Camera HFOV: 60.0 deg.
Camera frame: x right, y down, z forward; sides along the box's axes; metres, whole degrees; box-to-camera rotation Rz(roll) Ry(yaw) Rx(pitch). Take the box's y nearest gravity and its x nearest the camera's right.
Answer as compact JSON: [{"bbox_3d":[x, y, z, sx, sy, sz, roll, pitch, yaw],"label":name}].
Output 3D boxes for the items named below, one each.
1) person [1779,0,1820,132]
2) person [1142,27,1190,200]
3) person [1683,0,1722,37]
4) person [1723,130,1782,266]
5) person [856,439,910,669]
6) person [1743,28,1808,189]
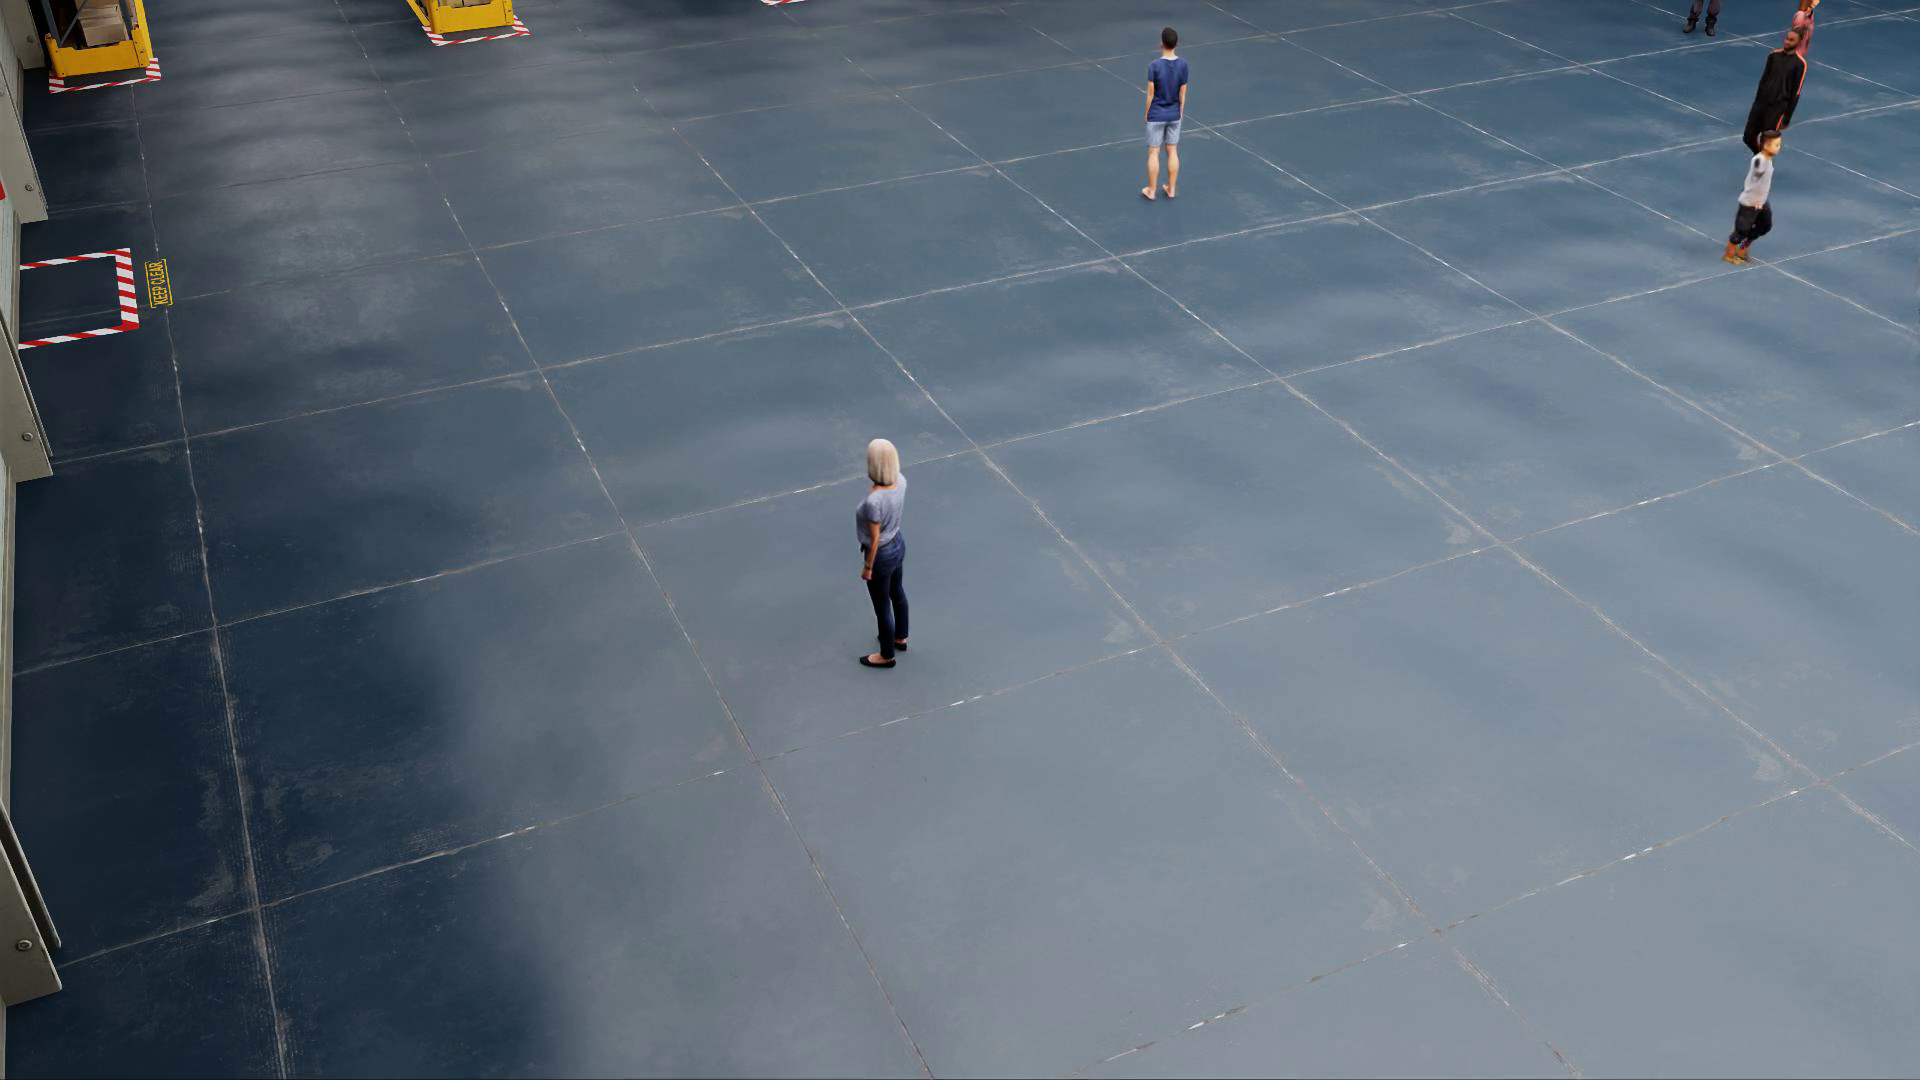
[{"bbox_3d":[10.090,-5.844,20.161,0.714,1.701,0.700,21,38,29],"label":"person"},{"bbox_3d":[2.240,-4.651,18.197,0.639,1.843,0.597,-9,34,-13],"label":"person"},{"bbox_3d":[10.726,-8.133,23.568,0.767,1.826,0.853,15,36,22],"label":"person"},{"bbox_3d":[7.964,-3.501,16.794,0.721,1.445,0.697,23,40,32],"label":"person"},{"bbox_3d":[-0.495,0.082,11.031,0.698,1.722,0.652,14,36,20],"label":"person"},{"bbox_3d":[9.079,-4.802,18.470,0.773,1.798,0.721,-21,38,-28],"label":"person"}]
